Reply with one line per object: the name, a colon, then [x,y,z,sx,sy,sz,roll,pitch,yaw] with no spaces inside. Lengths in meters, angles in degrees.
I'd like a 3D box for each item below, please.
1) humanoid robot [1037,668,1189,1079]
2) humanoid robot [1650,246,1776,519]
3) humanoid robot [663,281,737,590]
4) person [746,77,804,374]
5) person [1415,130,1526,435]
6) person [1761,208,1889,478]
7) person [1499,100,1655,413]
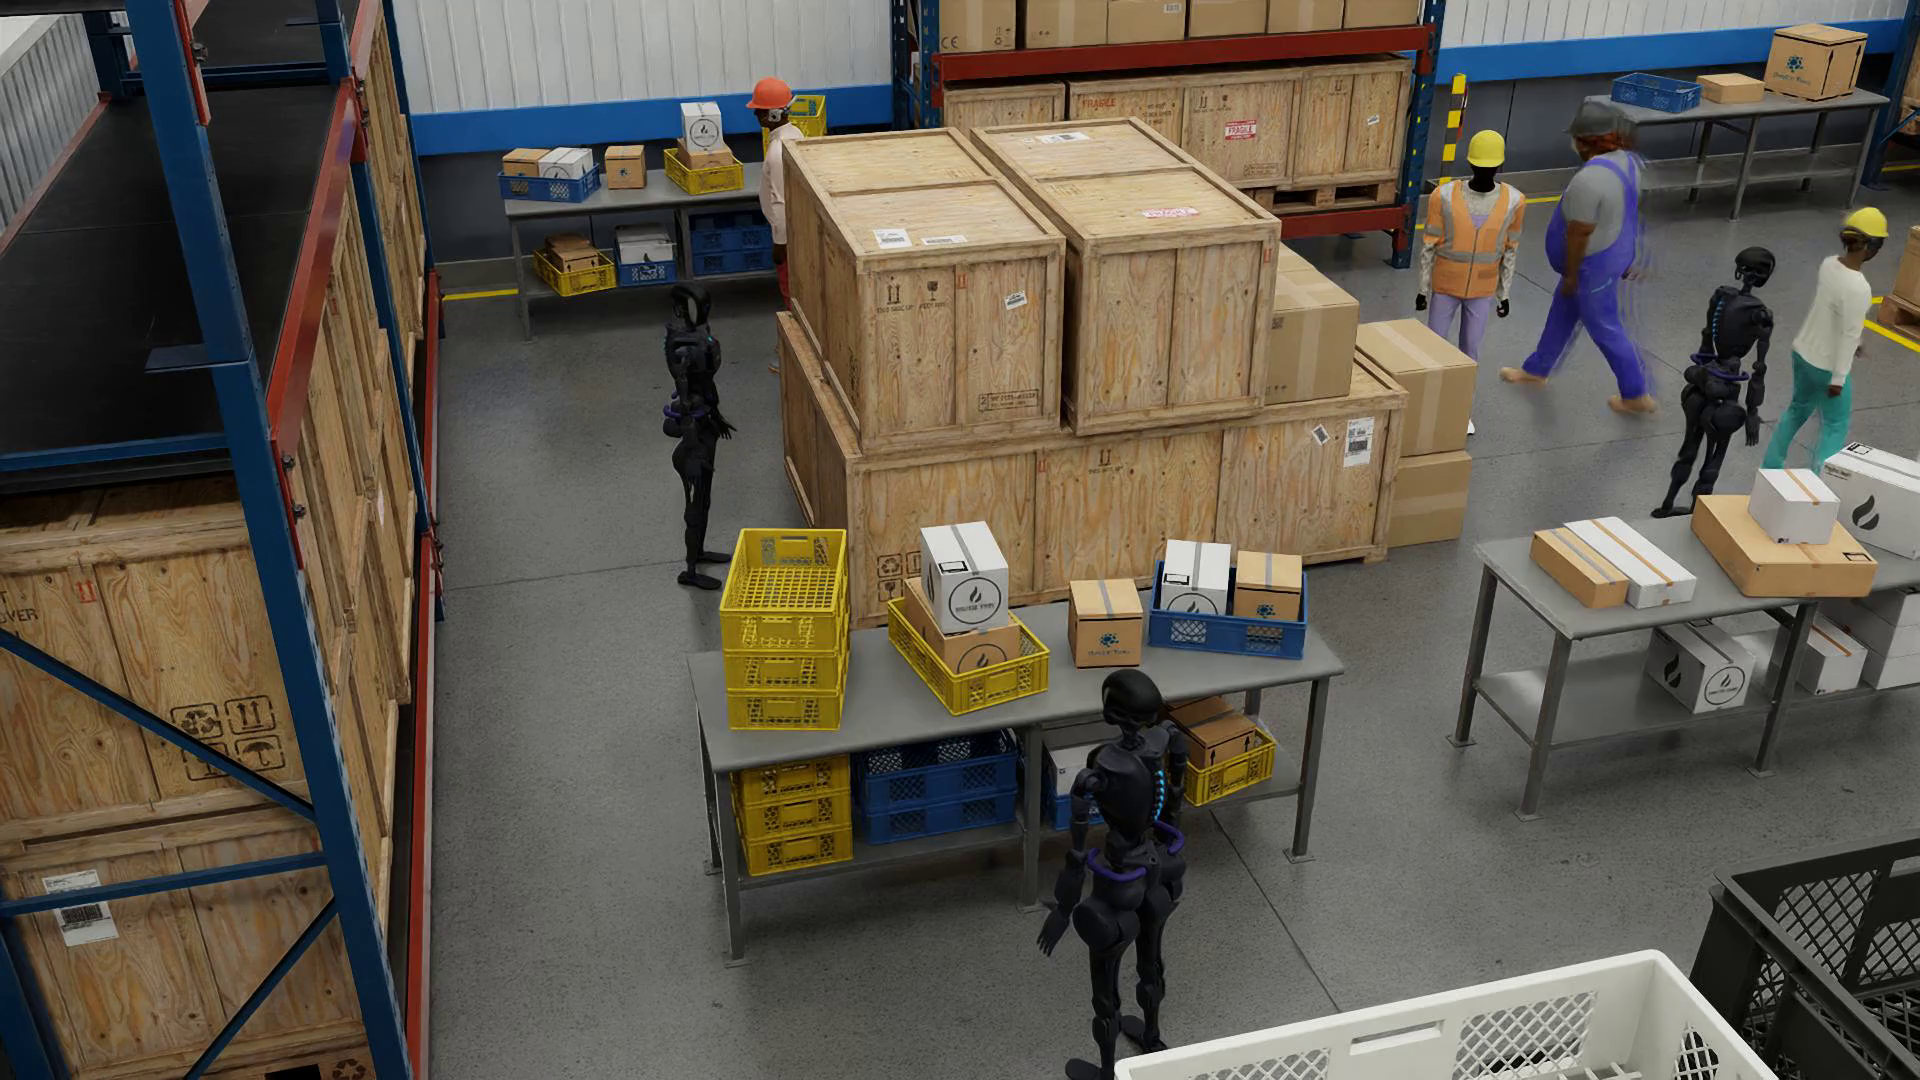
humanoid robot: [0.535,1.144,5.565,0.600,1.658,0.325,-24,37,-36]
humanoid robot: [4.169,-0.804,9.113,0.338,1.651,0.571,-5,29,-8]
humanoid robot: [-1.362,-0.562,8.663,0.316,1.656,0.612,3,29,5]
person: [-1.181,-2.100,11.157,0.412,1.985,0.609,1,29,2]
person: [3.112,-1.569,10.244,0.585,1.928,0.367,3,29,6]
person: [4.982,-1.026,9.449,0.431,1.739,0.522,-2,29,-3]
person: [4.122,-1.824,10.593,1.017,2.000,0.684,18,34,29]
